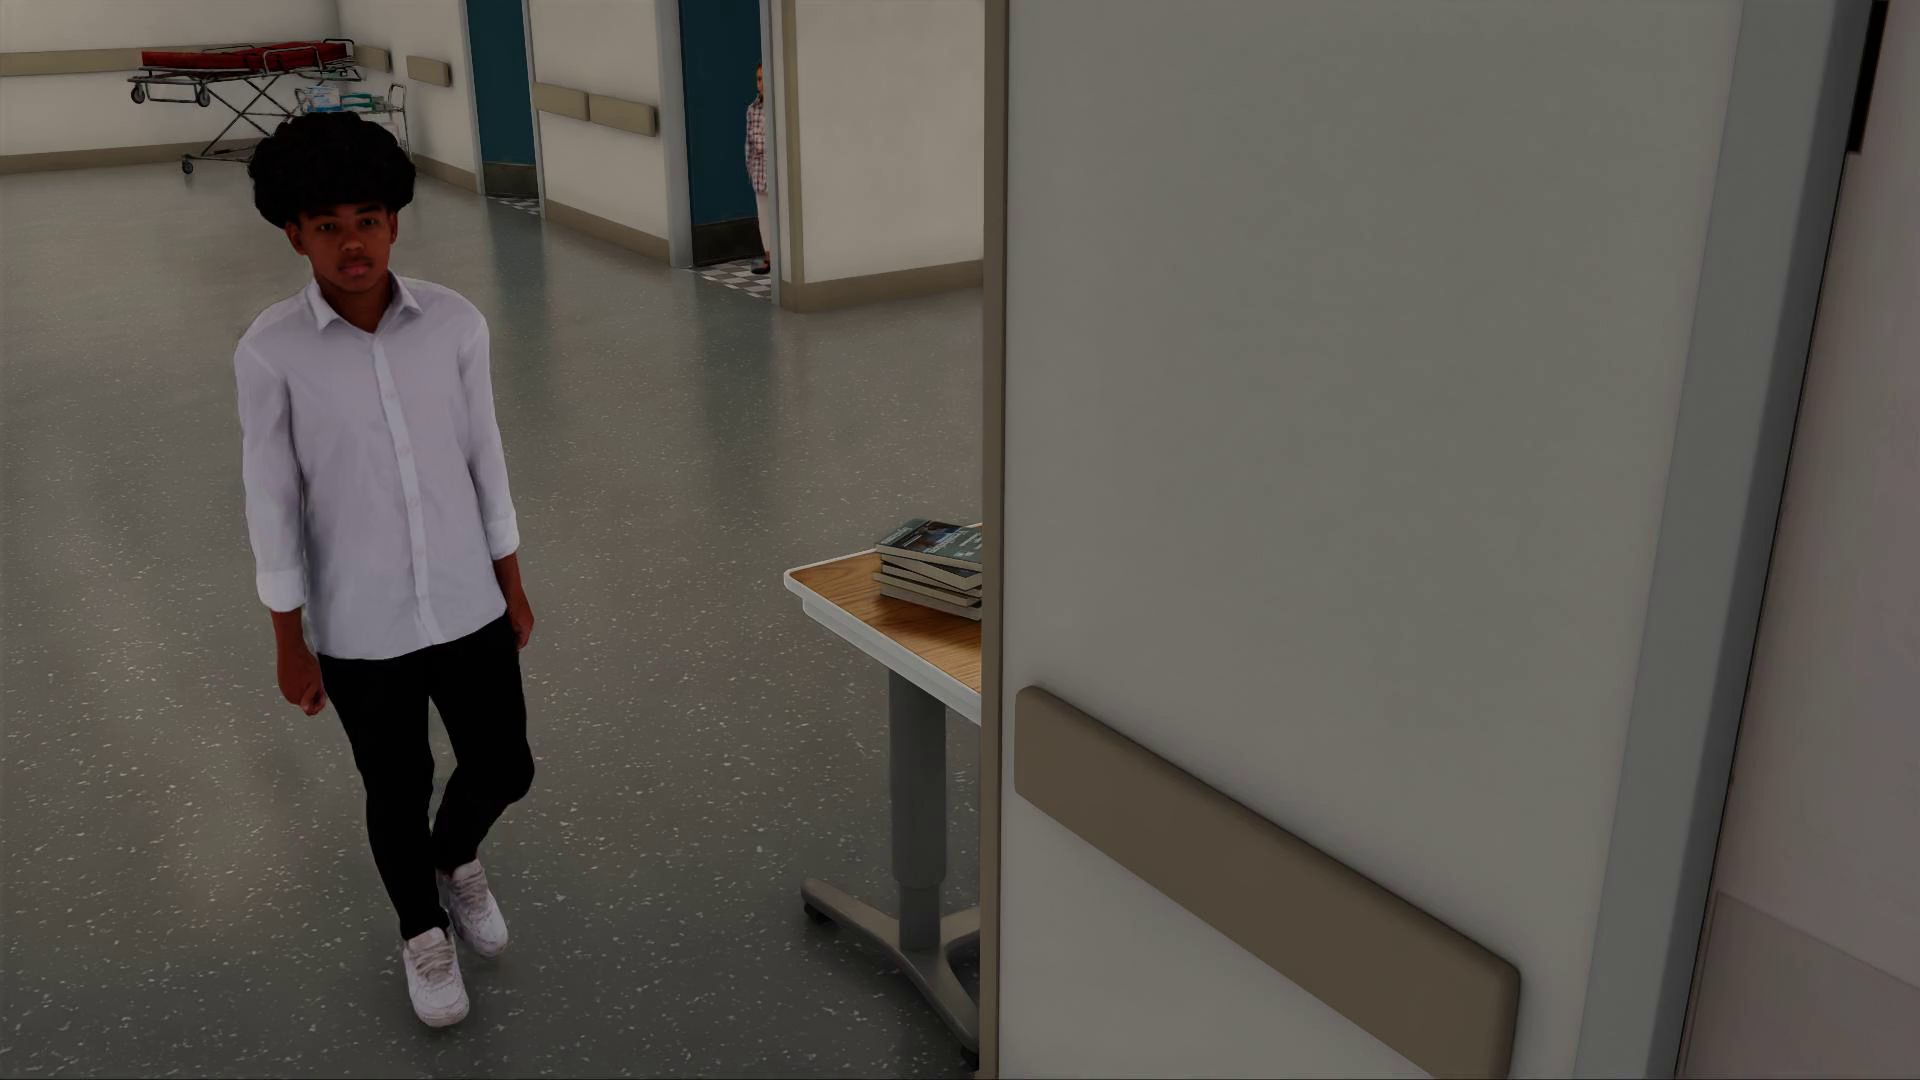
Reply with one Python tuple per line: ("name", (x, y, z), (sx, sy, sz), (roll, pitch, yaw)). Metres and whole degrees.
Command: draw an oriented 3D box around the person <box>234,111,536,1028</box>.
("person", (-1.113, 0.075, 3.260), (0.670, 1.801, 0.658), (-12, 24, -30))
